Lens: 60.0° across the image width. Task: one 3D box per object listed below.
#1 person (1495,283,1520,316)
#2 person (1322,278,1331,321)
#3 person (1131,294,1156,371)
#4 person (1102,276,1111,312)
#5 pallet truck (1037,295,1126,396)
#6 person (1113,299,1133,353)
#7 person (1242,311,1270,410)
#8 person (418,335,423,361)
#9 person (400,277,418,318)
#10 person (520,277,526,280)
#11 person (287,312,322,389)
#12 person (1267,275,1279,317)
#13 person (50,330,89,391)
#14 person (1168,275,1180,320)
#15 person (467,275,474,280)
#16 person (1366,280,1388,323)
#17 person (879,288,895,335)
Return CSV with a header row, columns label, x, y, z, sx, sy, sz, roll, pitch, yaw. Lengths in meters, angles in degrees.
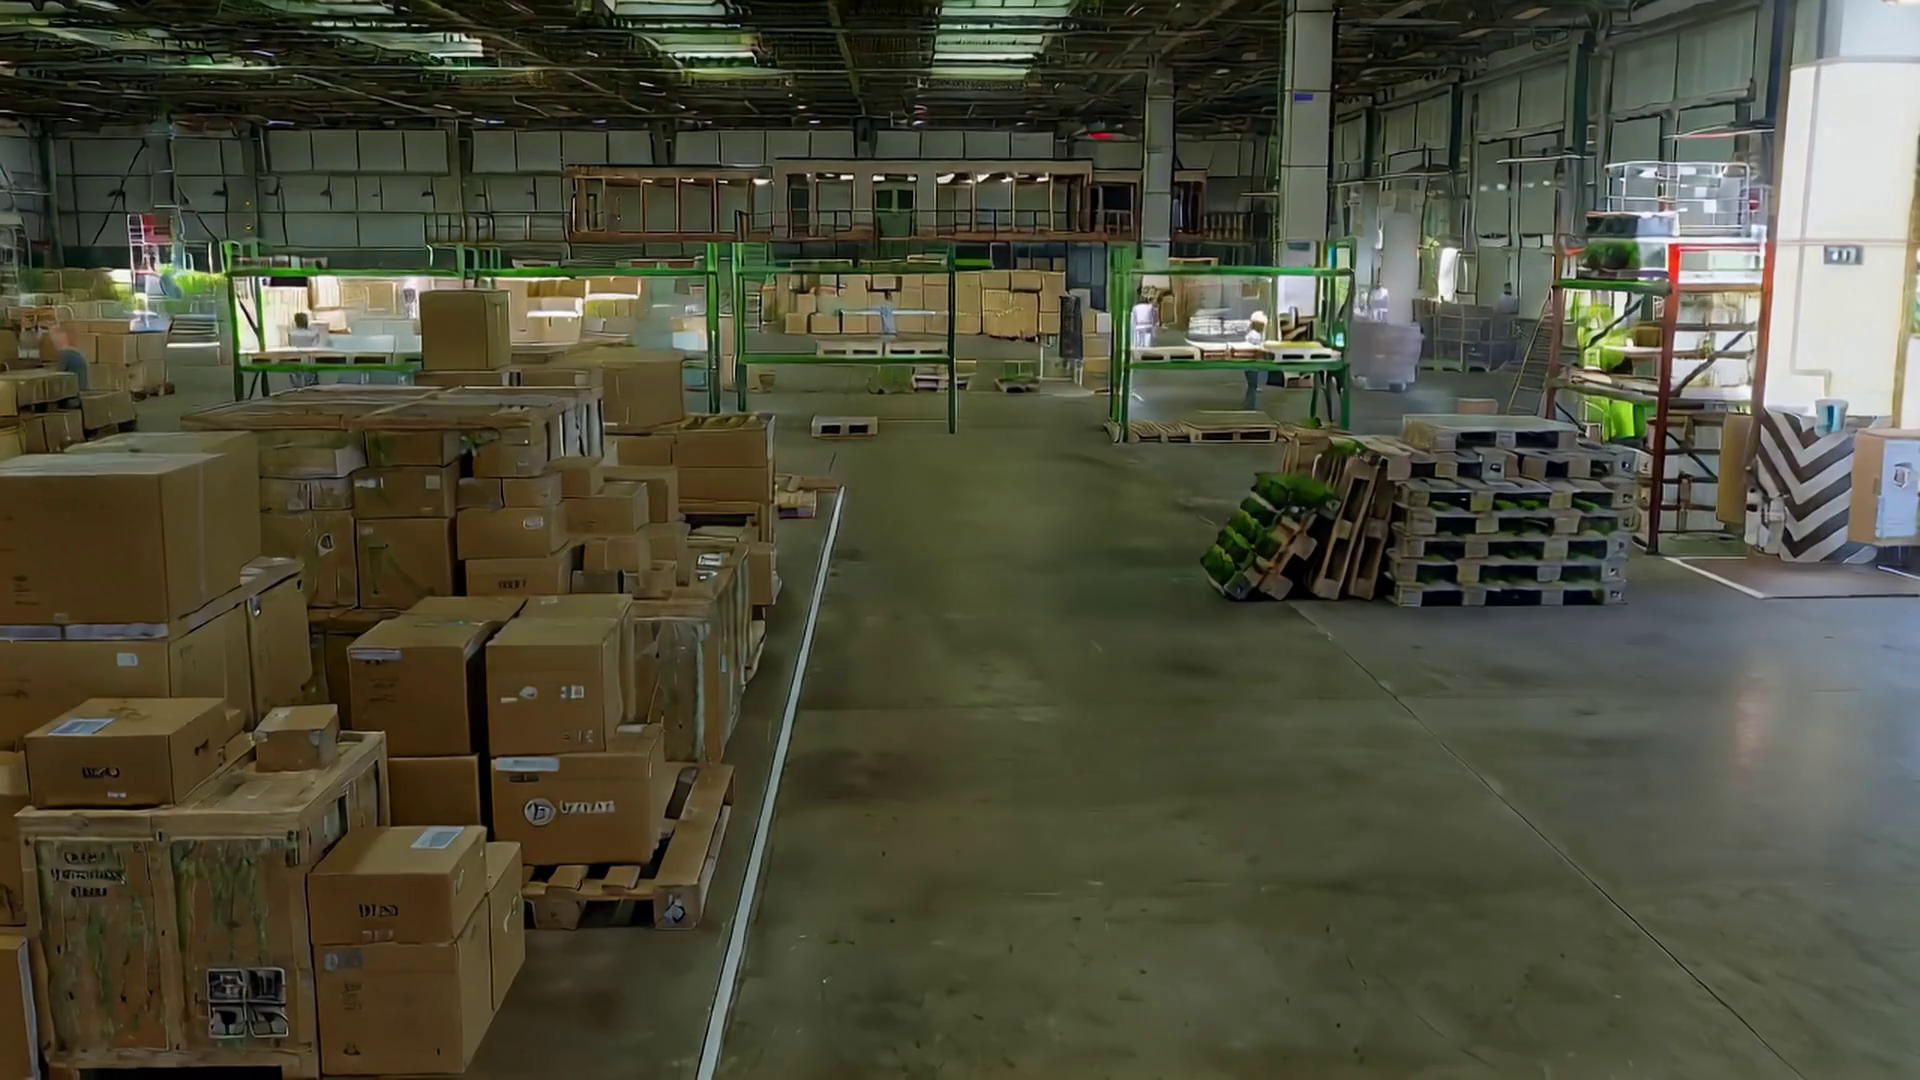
label,x,y,z,sx,sy,sz,roll,pitch,yaw
person,15.196,-6.182,46.157,0.662,1.895,0.485,-1,10,-5
person,11.628,-7.442,53.148,0.900,1.912,0.542,-8,13,-37
person,4.289,-4.888,39.242,0.656,1.788,0.964,0,10,1
person,6.263,-10.588,70.749,0.354,1.881,0.576,-2,10,-13
pallet truck,2.483,-3.881,33.060,1.885,1.965,0.823,-7,13,-36
person,3.386,-4.144,34.691,0.372,1.940,0.627,8,13,38
person,4.817,-2.770,27.126,0.445,1.907,0.598,2,10,9
person,-8.330,-2.649,26.516,0.573,1.883,0.354,2,10,12
person,-17.147,-7.231,51.863,0.409,1.944,0.622,6,12,32
person,-15.778,-8.631,60.171,0.312,1.768,0.530,-6,12,-30
person,-10.889,-2.848,27.661,0.507,1.872,0.329,-4,11,-19
person,12.314,-9.601,65.003,0.624,1.972,0.788,-3,11,-17
person,-11.654,-1.818,21.897,1.051,1.892,0.641,-1,10,-5
person,8.220,-9.426,64.149,0.632,1.922,0.641,10,14,43
person,-20.309,-10.217,68.780,0.514,1.844,0.336,-2,10,-11
person,13.392,-7.431,53.394,0.636,1.808,0.912,6,12,29
person,-1.834,-5.416,41.991,0.329,1.865,0.509,8,13,37
